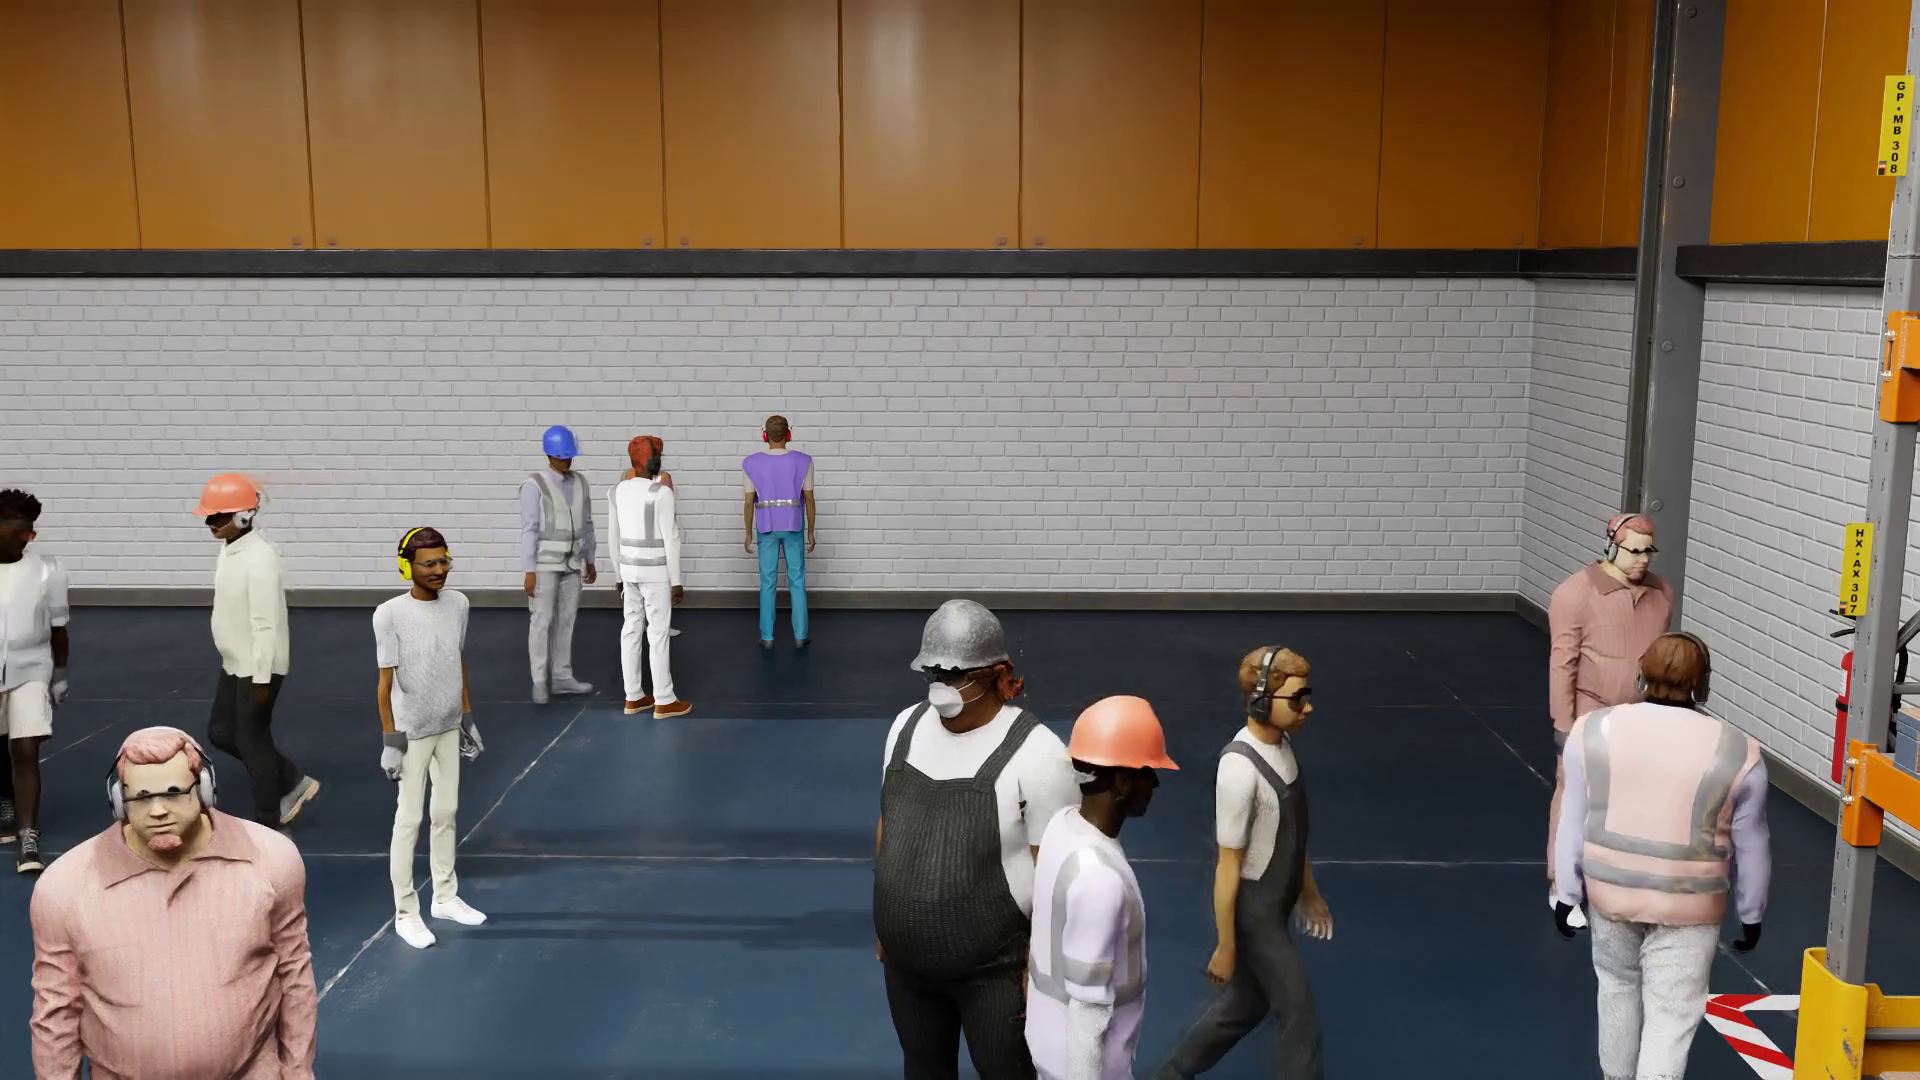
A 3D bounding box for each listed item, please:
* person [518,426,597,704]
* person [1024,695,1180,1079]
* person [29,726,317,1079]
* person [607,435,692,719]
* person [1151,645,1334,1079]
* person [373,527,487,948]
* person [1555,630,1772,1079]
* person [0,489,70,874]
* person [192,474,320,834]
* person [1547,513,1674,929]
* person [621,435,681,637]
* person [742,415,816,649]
[{"bbox_3d":[-2.750,0.167,11.433,0.451,1.925,0.674,6,11,34],"label":"person"},{"bbox_3d":[0.262,1.348,4.432,0.861,1.907,0.558,-1,10,-6],"label":"person"},{"bbox_3d":[-1.933,1.389,4.156,0.651,1.906,0.403,-5,11,-28],"label":"person"},{"bbox_3d":[-2.078,0.246,11.072,0.572,1.883,0.358,6,11,32],"label":"person"},{"bbox_3d":[0.965,1.224,5.463,0.851,1.820,0.522,4,10,21],"label":"person"},{"bbox_3d":[-2.361,0.859,7.443,0.327,1.871,0.514,6,11,33],"label":"person"},{"bbox_3d":[2.397,1.186,5.650,0.647,1.810,0.809,6,11,33],"label":"person"},{"bbox_3d":[-4.821,0.685,8.404,0.624,1.900,1.041,-5,11,-28],"label":"person"},{"bbox_3d":[-3.602,0.634,8.467,0.496,1.975,0.631,-8,12,-38],"label":"person"},{"bbox_3d":[2.988,0.815,7.607,0.644,1.904,0.401,-3,10,-17],"label":"person"},{"bbox_3d":[-2.505,-0.022,13.407,0.523,1.638,0.310,5,11,28],"label":"person"},{"bbox_3d":[-1.409,-0.053,12.999,0.563,1.838,0.390,-1,10,-8],"label":"person"}]
